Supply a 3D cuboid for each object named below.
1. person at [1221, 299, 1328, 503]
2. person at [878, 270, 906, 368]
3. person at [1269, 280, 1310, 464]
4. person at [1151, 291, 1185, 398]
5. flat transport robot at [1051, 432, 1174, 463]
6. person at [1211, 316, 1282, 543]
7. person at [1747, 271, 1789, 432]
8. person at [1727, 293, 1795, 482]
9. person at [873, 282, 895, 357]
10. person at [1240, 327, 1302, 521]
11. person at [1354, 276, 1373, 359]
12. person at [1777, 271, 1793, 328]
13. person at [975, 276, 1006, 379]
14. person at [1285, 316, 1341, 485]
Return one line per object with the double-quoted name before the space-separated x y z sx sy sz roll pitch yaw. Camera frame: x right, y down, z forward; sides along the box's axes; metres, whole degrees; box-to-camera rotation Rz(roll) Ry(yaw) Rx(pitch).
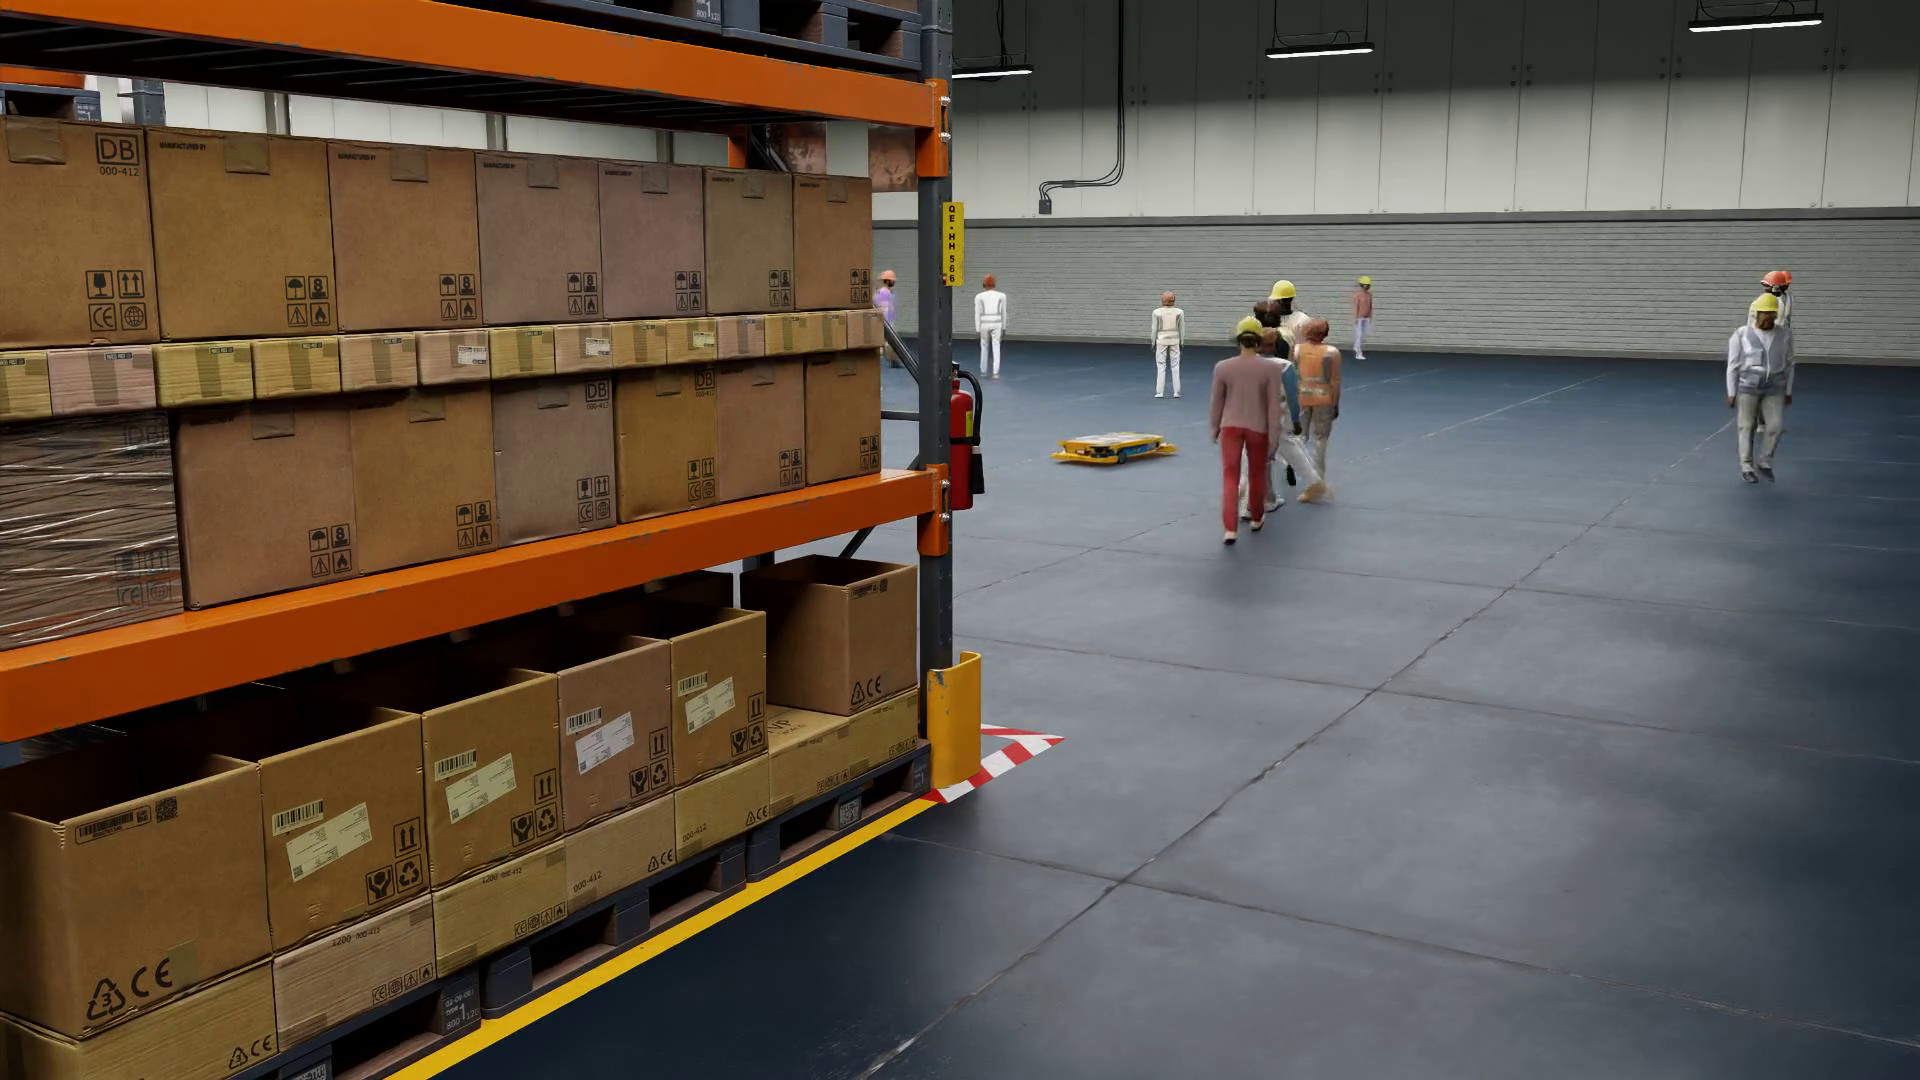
"person" 2.816 -1.219 14.681 0.870 1.810 0.620 0 10 2
"person" -1.511 -4.255 32.141 0.840 1.917 0.559 0 10 2
"person" 3.398 -1.762 17.505 0.587 1.922 0.383 7 12 36
"person" 3.185 -2.988 25.504 0.521 1.639 0.311 -1 10 -3
"flat transport robot" 1.652 -1.001 17.872 0.652 0.197 1.431 8 12 38
"person" 2.202 -0.859 12.830 0.541 1.713 0.945 2 10 14
"person" 10.035 -2.339 20.670 0.396 1.992 0.623 -2 10 -10
"person" 7.674 -1.444 15.929 0.619 1.819 0.497 2 10 10
"person" -1.667 -4.748 35.822 0.528 1.619 0.373 -1 10 -3
"person" 2.549 -0.968 13.834 0.512 1.590 0.872 9 13 43
"person" 8.513 -4.683 35.105 0.539 1.758 0.382 -6 11 -30
"person" 13.264 -3.386 26.963 0.548 1.937 0.379 -3 10 -17
"person" 0.544 -3.783 29.597 0.576 1.840 0.985 -1 10 -4
"person" 3.262 -1.260 15.456 0.521 1.624 0.536 6 11 31
